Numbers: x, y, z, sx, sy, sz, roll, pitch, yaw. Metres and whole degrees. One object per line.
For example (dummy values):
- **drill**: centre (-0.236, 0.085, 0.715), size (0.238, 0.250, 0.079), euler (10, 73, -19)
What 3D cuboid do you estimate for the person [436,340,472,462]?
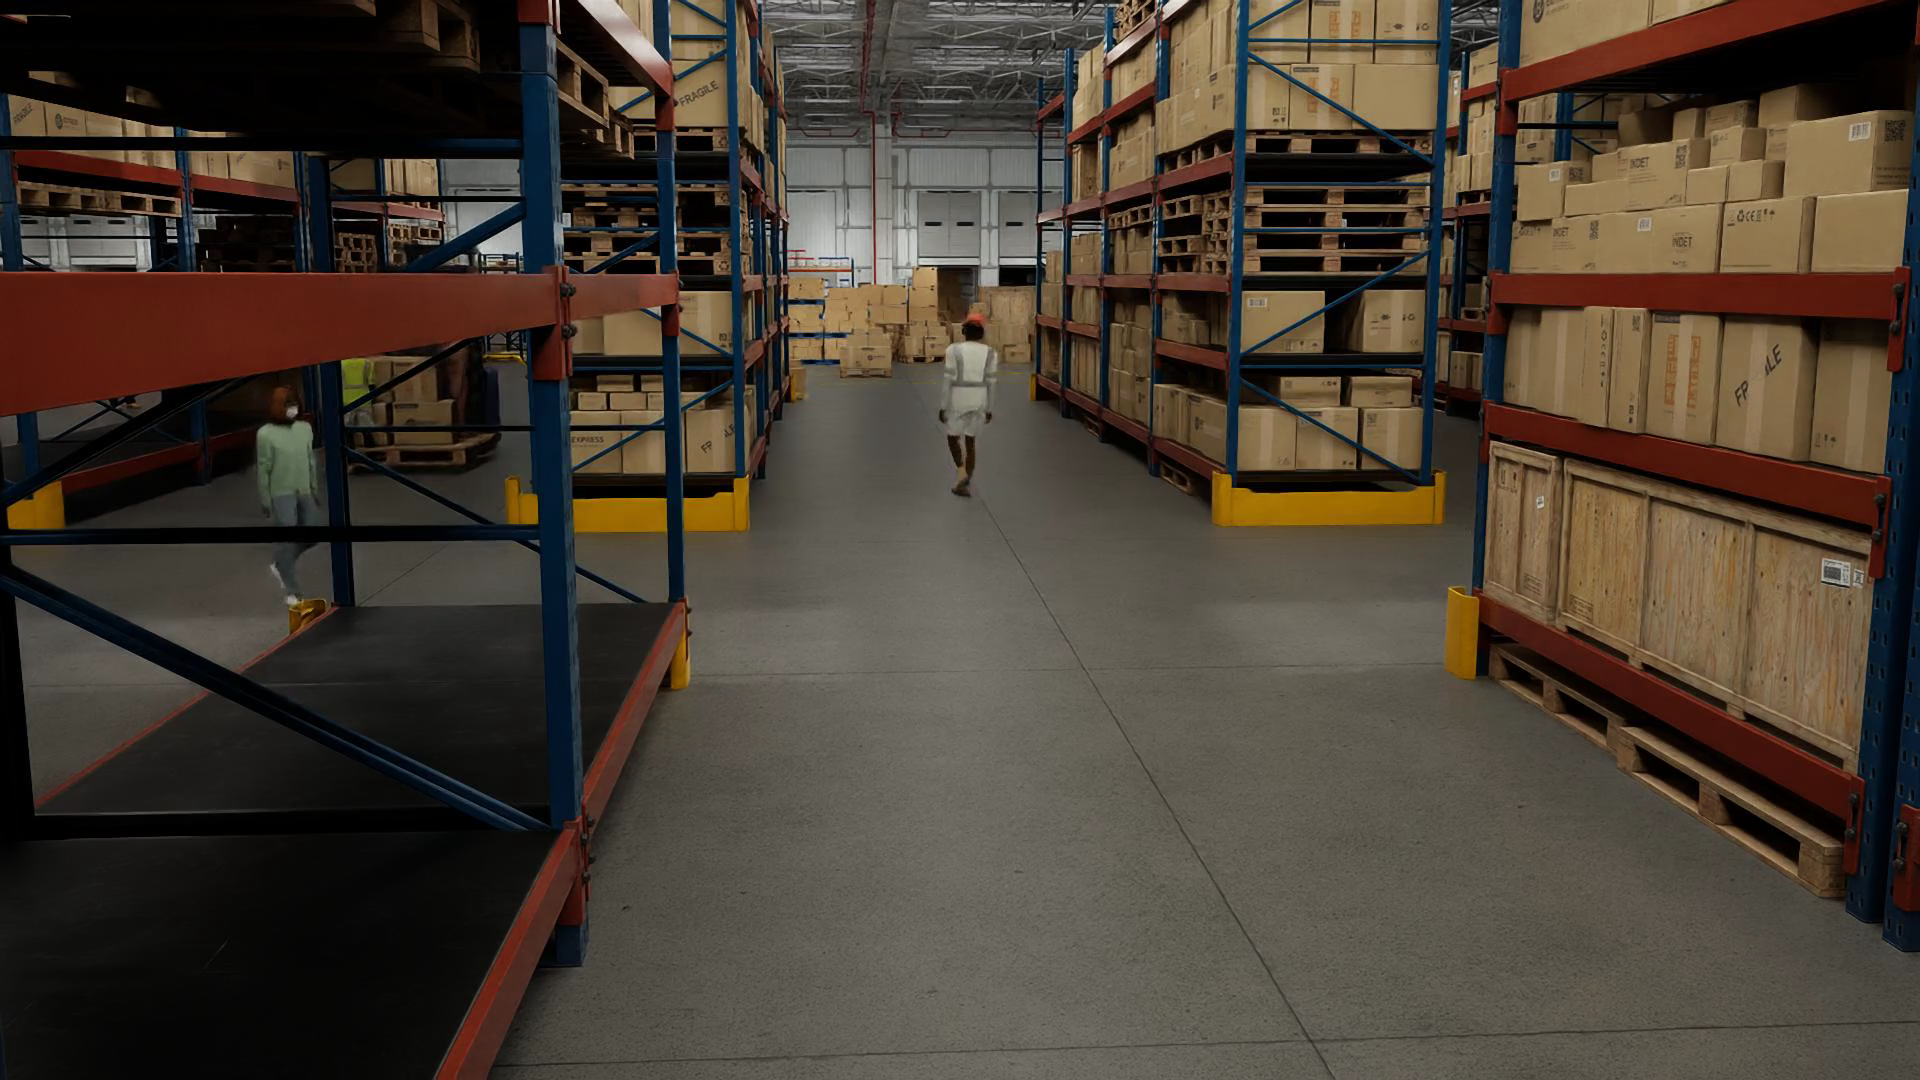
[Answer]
- **person**: centre (-6.464, -1.897, 21.207), size (0.460, 1.871, 0.675), euler (-6, 11, -33)

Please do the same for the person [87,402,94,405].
- **person**: centre (-16.353, -3.404, 30.837), size (0.979, 1.821, 0.516), euler (3, 9, 17)

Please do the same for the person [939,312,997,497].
- **person**: centre (0.076, -1.462, 18.050), size (0.668, 2.005, 0.472), euler (-3, 10, -21)

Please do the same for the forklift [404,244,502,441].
- **forklift**: centre (-7.092, -2.683, 22.980), size (1.129, 2.768, 1.873), euler (-1, 9, -4)

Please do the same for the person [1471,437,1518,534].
- **person**: centre (5.249, -0.916, 15.311), size (0.985, 1.799, 0.636), euler (0, 9, -1)

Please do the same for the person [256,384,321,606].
- **person**: centre (-4.898, -0.319, 12.072), size (0.429, 1.625, 0.511), euler (4, 10, 24)

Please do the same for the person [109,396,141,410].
- **person**: centre (-14.952, -3.334, 29.694), size (0.536, 2.000, 0.688), euler (4, 10, 25)

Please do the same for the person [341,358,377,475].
- **person**: centre (-7.302, -1.627, 20.048), size (0.539, 1.695, 0.318), euler (-6, 11, -32)
